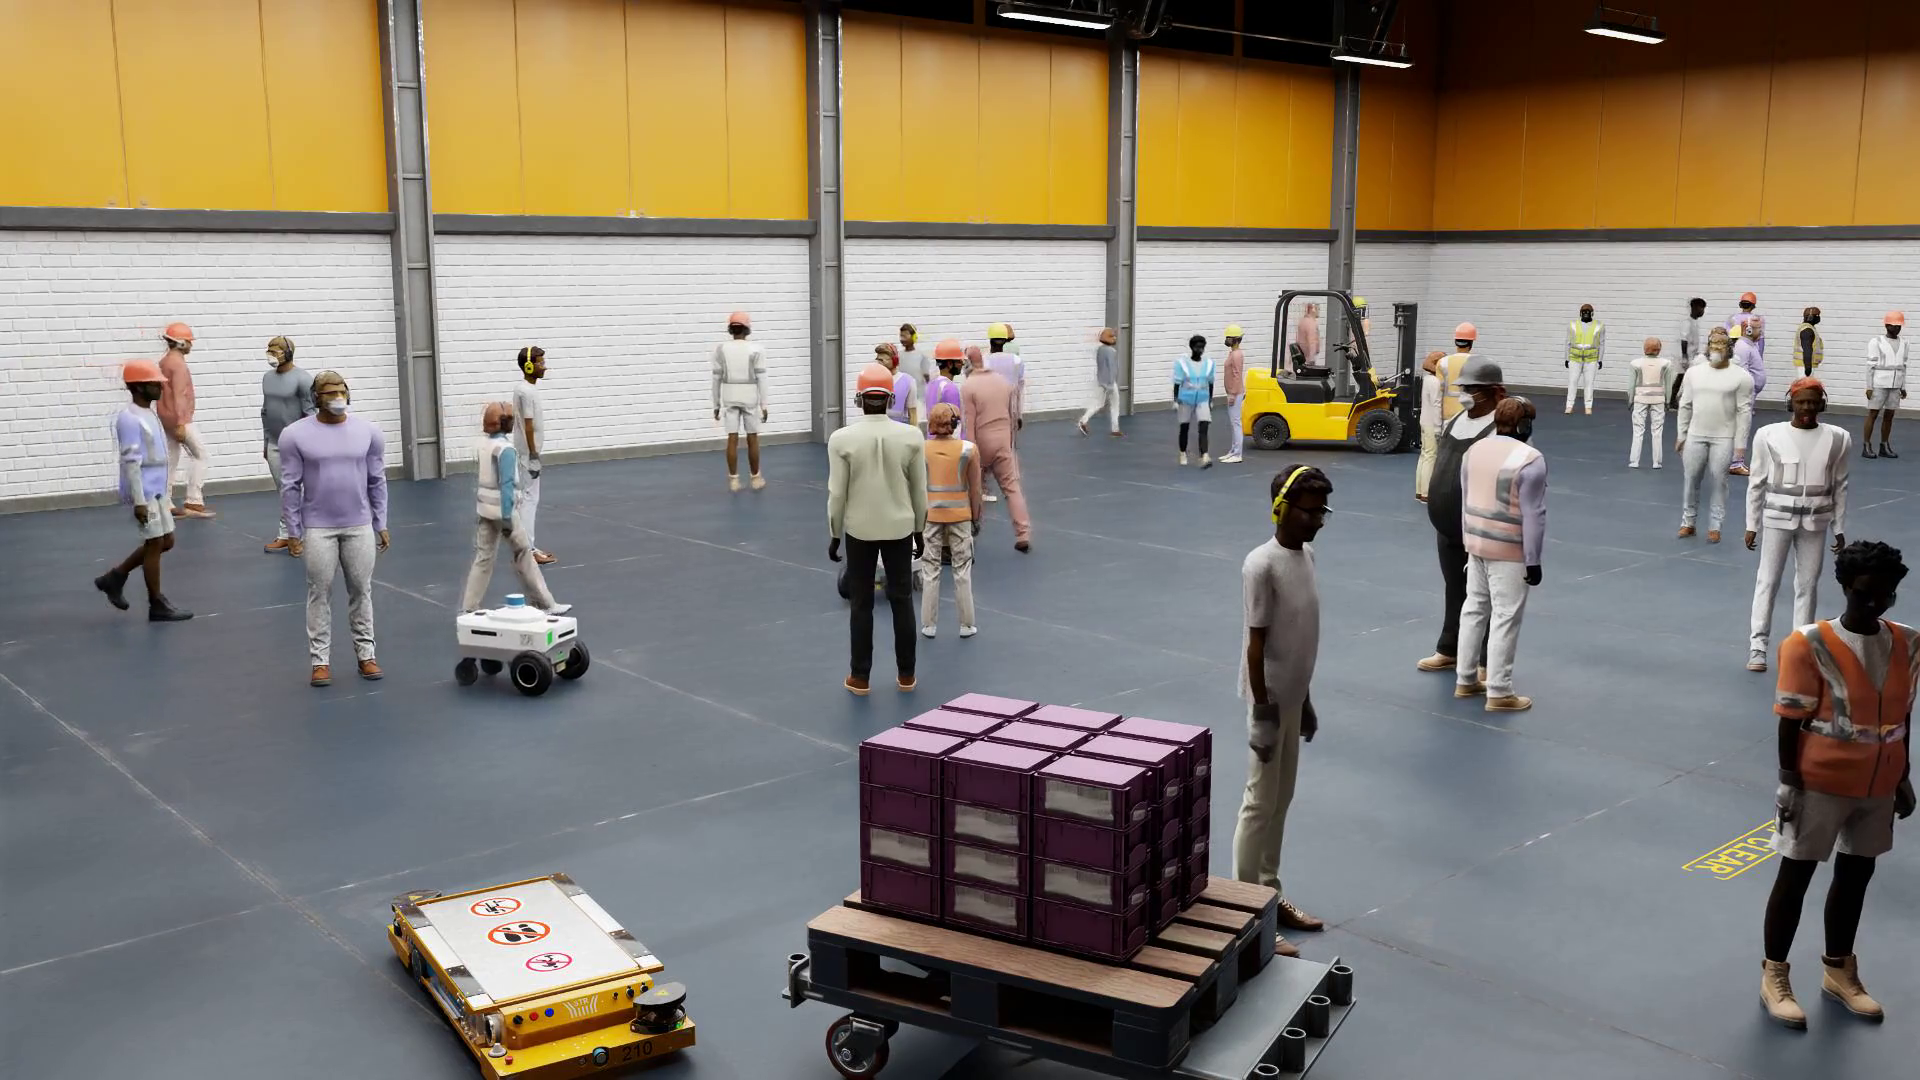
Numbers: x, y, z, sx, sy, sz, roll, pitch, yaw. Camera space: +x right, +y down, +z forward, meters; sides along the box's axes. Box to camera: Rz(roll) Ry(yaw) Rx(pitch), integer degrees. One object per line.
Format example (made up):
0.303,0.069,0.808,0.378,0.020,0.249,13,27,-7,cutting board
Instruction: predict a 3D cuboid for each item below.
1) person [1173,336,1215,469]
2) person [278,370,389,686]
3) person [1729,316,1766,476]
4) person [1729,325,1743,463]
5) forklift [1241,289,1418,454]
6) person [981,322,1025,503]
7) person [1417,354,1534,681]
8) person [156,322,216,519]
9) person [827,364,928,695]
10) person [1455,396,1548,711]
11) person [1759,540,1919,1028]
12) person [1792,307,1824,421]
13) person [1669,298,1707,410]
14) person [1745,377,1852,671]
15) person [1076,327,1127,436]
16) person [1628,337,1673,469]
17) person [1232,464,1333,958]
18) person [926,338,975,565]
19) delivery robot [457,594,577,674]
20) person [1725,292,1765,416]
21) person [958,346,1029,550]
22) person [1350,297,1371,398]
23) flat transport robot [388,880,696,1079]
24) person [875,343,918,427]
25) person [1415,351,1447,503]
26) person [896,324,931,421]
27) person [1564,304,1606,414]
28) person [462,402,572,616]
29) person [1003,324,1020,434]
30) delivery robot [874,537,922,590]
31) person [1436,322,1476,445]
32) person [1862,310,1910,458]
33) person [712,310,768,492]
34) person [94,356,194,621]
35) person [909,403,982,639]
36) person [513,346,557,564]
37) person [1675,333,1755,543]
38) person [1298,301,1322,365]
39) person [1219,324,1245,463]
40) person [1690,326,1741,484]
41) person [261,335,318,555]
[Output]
2.915,-1.702,20.623,0.553,1.643,0.884,-1,10,-7,person
-3.851,-0.076,10.282,0.636,1.939,0.363,-6,11,-29,person
9.500,-1.737,20.090,0.409,1.913,0.642,5,11,27,person
9.788,-1.832,21.068,0.524,1.769,0.308,4,11,24,person
5.034,-2.339,22.783,2.313,2.155,1.214,3,10,16,forklift
0.406,-1.360,17.828,0.585,1.929,0.370,-4,10,-21,person
3.158,-0.131,10.307,0.536,2.000,0.673,-4,10,-22,person
-7.786,-1.187,16.665,0.670,1.966,0.654,-9,13,-43,person
-0.497,-0.059,10.016,0.611,1.996,0.378,-2,10,-13,person
3.183,0.074,9.758,0.431,1.833,0.639,-3,10,-19,person
3.025,0.829,5.696,0.539,1.693,0.318,-2,10,-10,person
13.344,-2.738,26.184,0.429,1.847,0.632,4,10,22,person
12.400,-3.119,28.140,0.861,1.914,0.588,6,11,31,person
5.287,-0.089,10.524,0.587,1.879,0.341,3,10,15,person
2.075,-2.297,24.243,0.741,1.609,0.501,-4,11,-25,person
8.541,-1.691,20.611,0.514,1.641,0.307,3,10,18,person
1.237,0.634,6.348,0.332,1.865,0.520,6,11,32,person
-0.098,-0.753,14.250,0.359,1.939,0.542,-4,10,-22,person
-2.724,0.576,10.218,0.707,0.478,0.477,4,10,19,delivery robot
12.952,-3.066,27.481,0.616,2.041,0.377,7,12,35,person
0.283,-0.820,14.953,0.772,1.843,0.975,-8,12,-39,person
6.974,-3.275,29.065,0.373,1.920,0.585,-1,10,-3,person
-1.523,1.507,5.891,0.652,0.197,1.431,-6,11,-32,flat transport robot
-0.644,-0.921,15.526,0.563,1.837,0.389,6,11,32,person
5.057,-1.205,17.784,0.265,1.632,0.508,1,10,3,person
-0.650,-1.612,19.608,0.524,1.829,0.857,6,11,31,person
10.420,-3.016,27.782,0.621,1.844,0.430,4,11,23,person
-3.256,-0.195,11.984,0.781,1.596,0.536,-8,12,-39,person
0.684,-2.360,24.546,0.285,1.633,0.499,8,13,40,person
-0.568,0.122,12.896,0.477,0.478,0.707,5,11,26,delivery robot
5.284,-1.318,17.554,0.543,1.939,0.371,5,11,27,person
12.095,-2.022,21.677,0.550,1.935,0.376,-1,10,-5,person
-2.450,-1.549,18.636,0.623,2.042,0.421,1,10,4,person
-5.921,-0.354,11.938,0.585,1.926,0.543,-1,10,-9,person
-0.105,-0.128,11.471,0.515,1.636,0.314,1,10,4,person
-3.683,-0.732,14.323,0.317,1.870,0.523,-3,10,-18,person
6.962,-0.934,15.373,0.658,1.930,0.440,8,13,40,person
5.879,-3.142,28.436,0.761,1.880,0.683,0,10,-1,person
3.487,-1.866,21.272,0.311,1.769,0.522,1,10,5,person
8.544,-1.494,18.855,0.507,1.846,0.343,4,10,20,person
-5.948,-0.839,14.750,0.627,1.941,0.371,5,11,27,person
